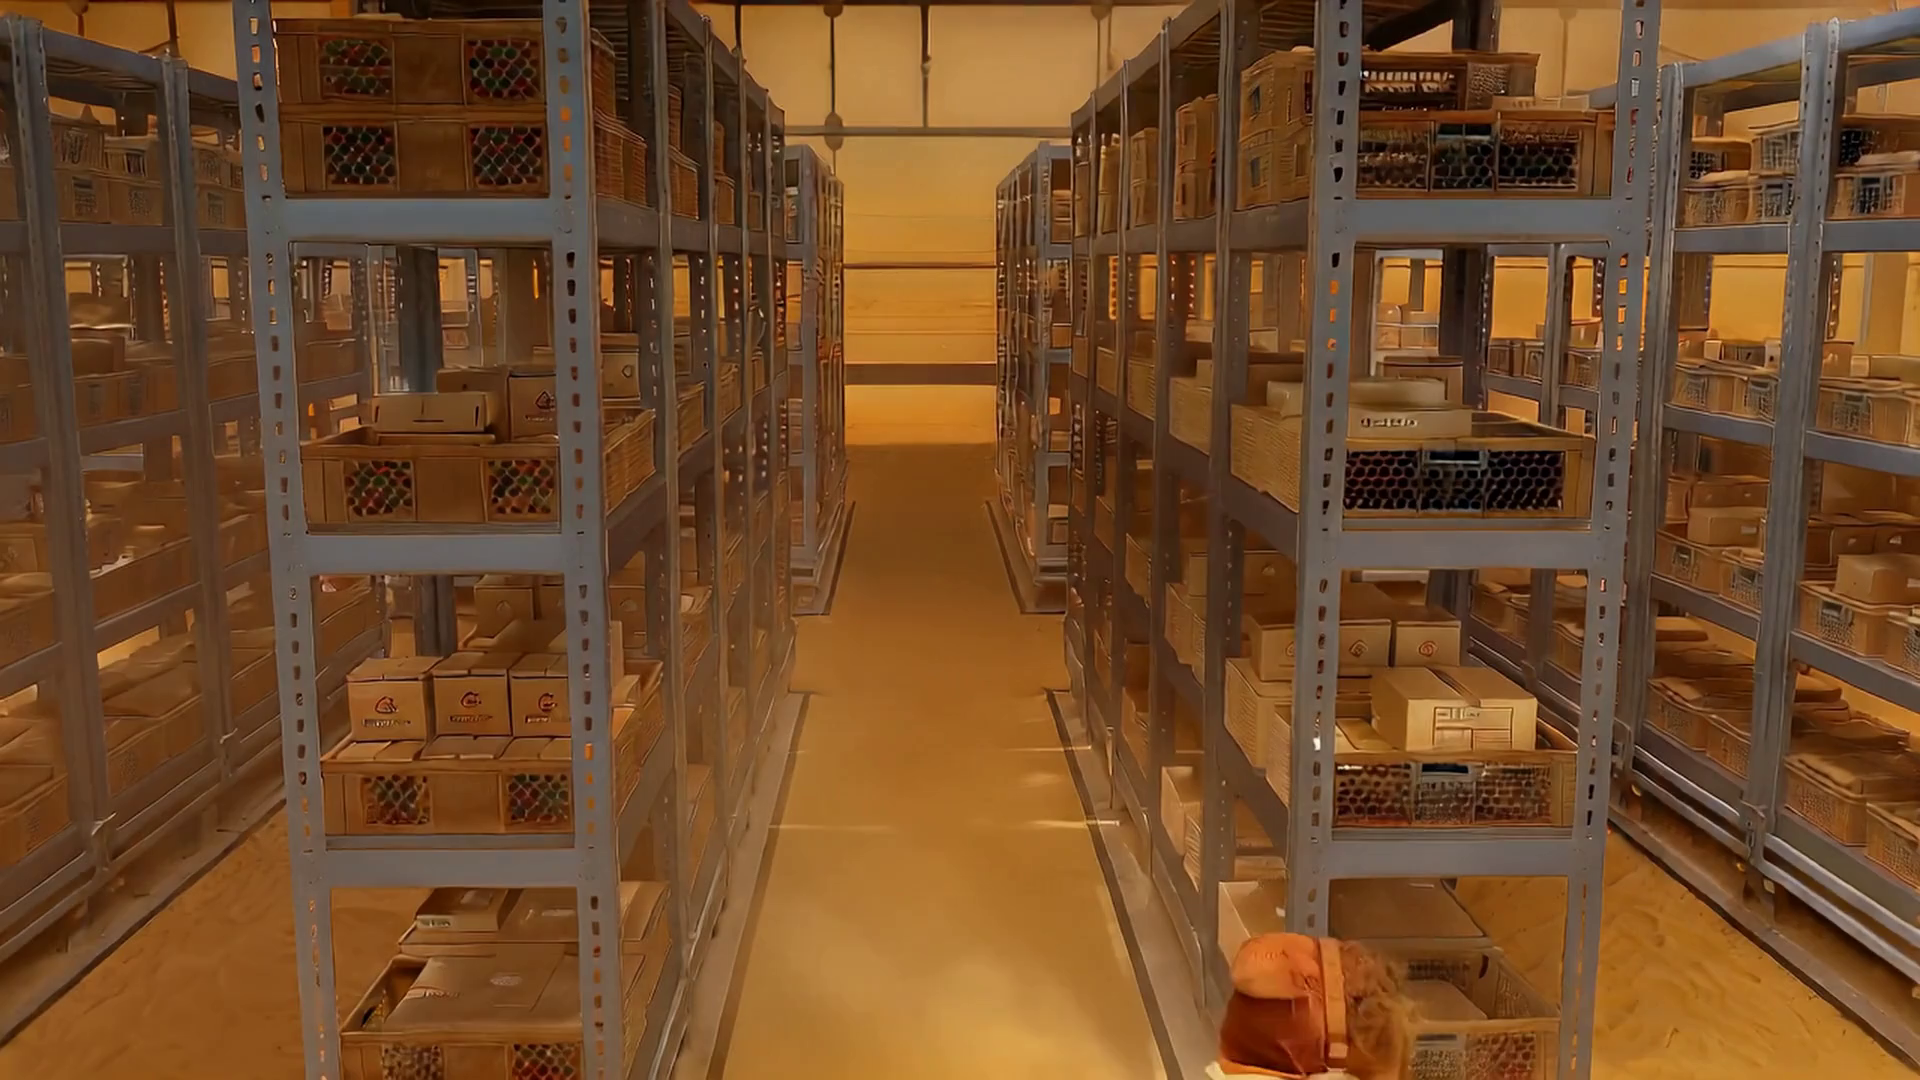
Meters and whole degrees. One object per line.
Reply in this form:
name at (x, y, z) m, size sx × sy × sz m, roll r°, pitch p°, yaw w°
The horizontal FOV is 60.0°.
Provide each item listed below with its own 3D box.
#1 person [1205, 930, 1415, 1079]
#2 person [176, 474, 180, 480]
person at (0.418, 1.406, 2.099) m, size 0.407 × 1.907 × 0.645 m, roll 1°, pitch 9°, yaw 4°
person at (-9.132, -1.397, 19.314) m, size 0.456 × 1.822 × 0.589 m, roll 2°, pitch 10°, yaw 14°
